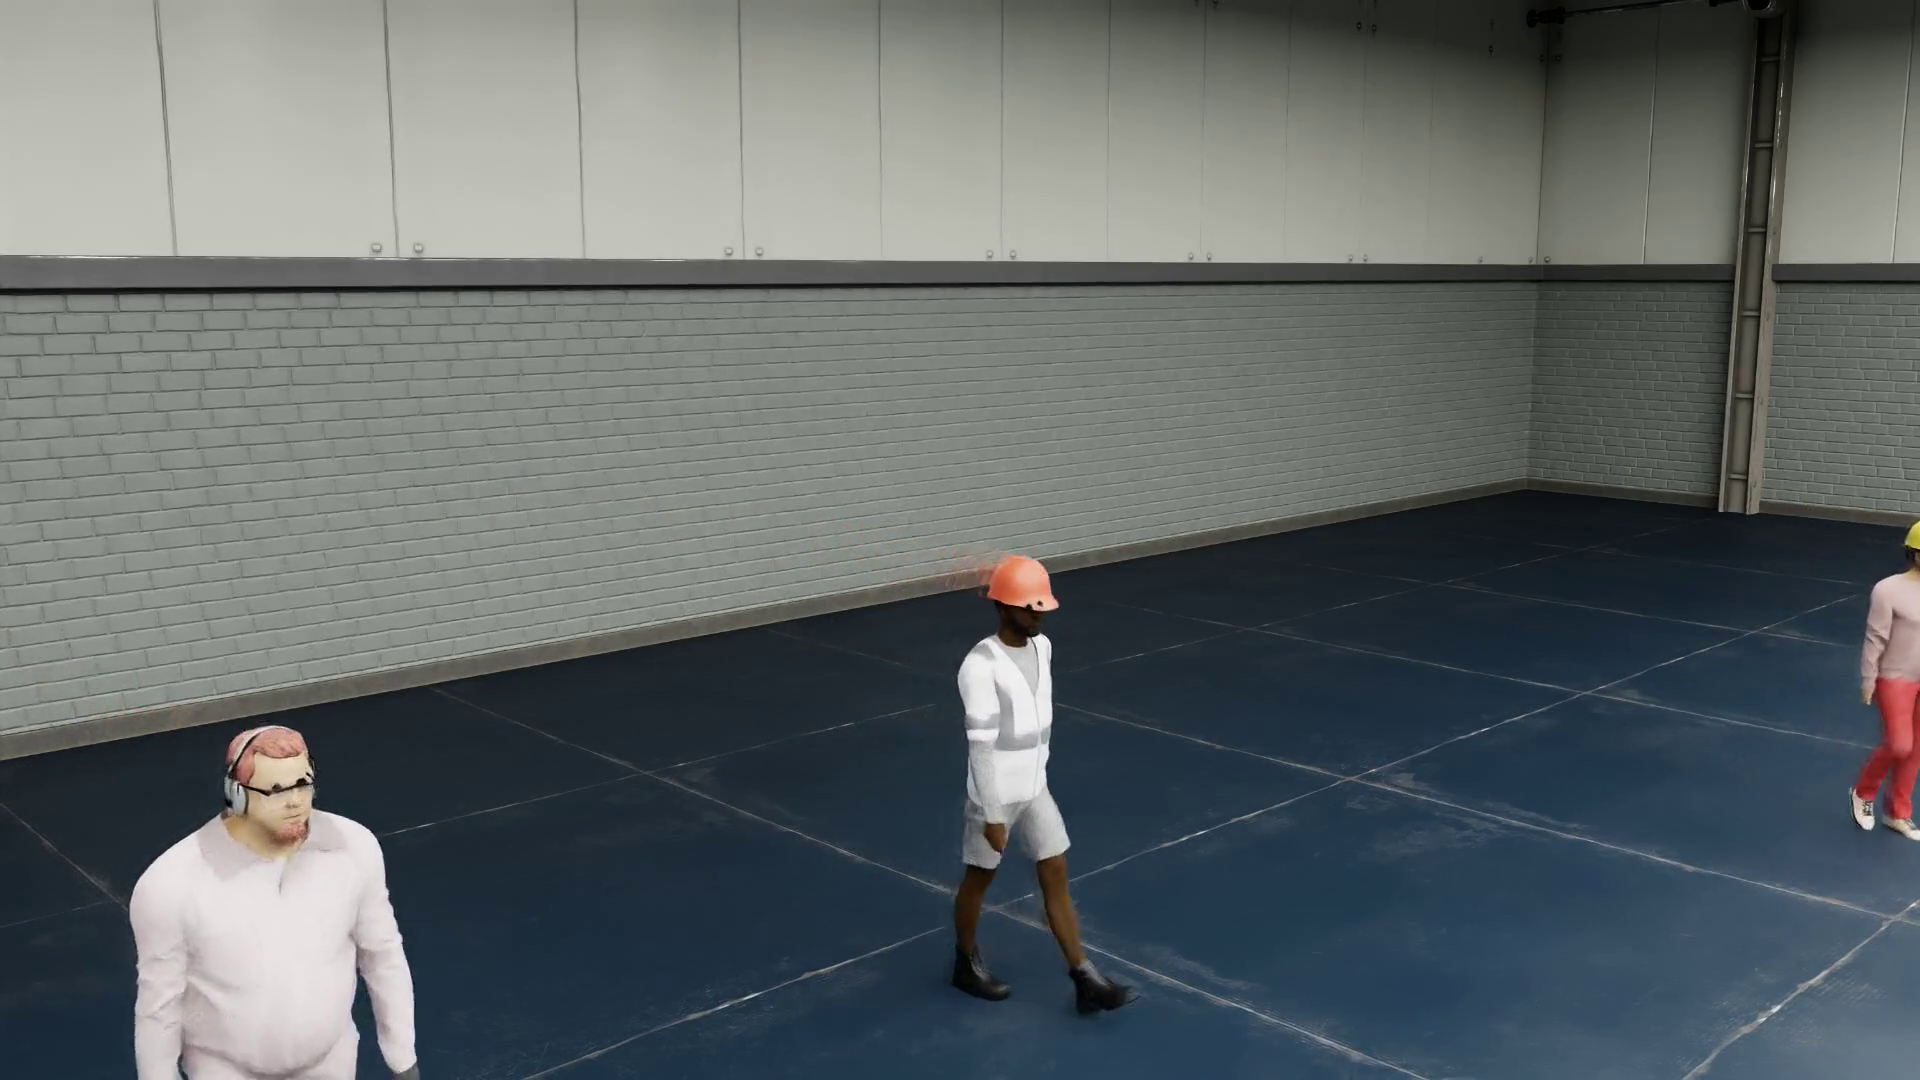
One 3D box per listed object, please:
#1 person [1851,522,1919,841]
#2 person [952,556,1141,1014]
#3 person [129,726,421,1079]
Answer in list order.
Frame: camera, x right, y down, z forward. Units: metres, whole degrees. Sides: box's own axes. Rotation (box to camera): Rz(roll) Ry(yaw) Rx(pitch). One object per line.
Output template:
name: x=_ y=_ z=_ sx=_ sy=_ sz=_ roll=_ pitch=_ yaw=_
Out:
person: x=5.070 y=0.748 z=8.830 sx=0.537 sy=1.756 sz=0.369 roll=-2 pitch=9 yaw=-11
person: x=0.291 y=1.016 z=6.705 sx=0.935 sy=1.893 sz=0.576 roll=8 pitch=12 yaw=40
person: x=-1.724 y=1.409 z=4.338 sx=0.854 sy=1.869 sz=0.672 roll=8 pitch=12 yaw=42
